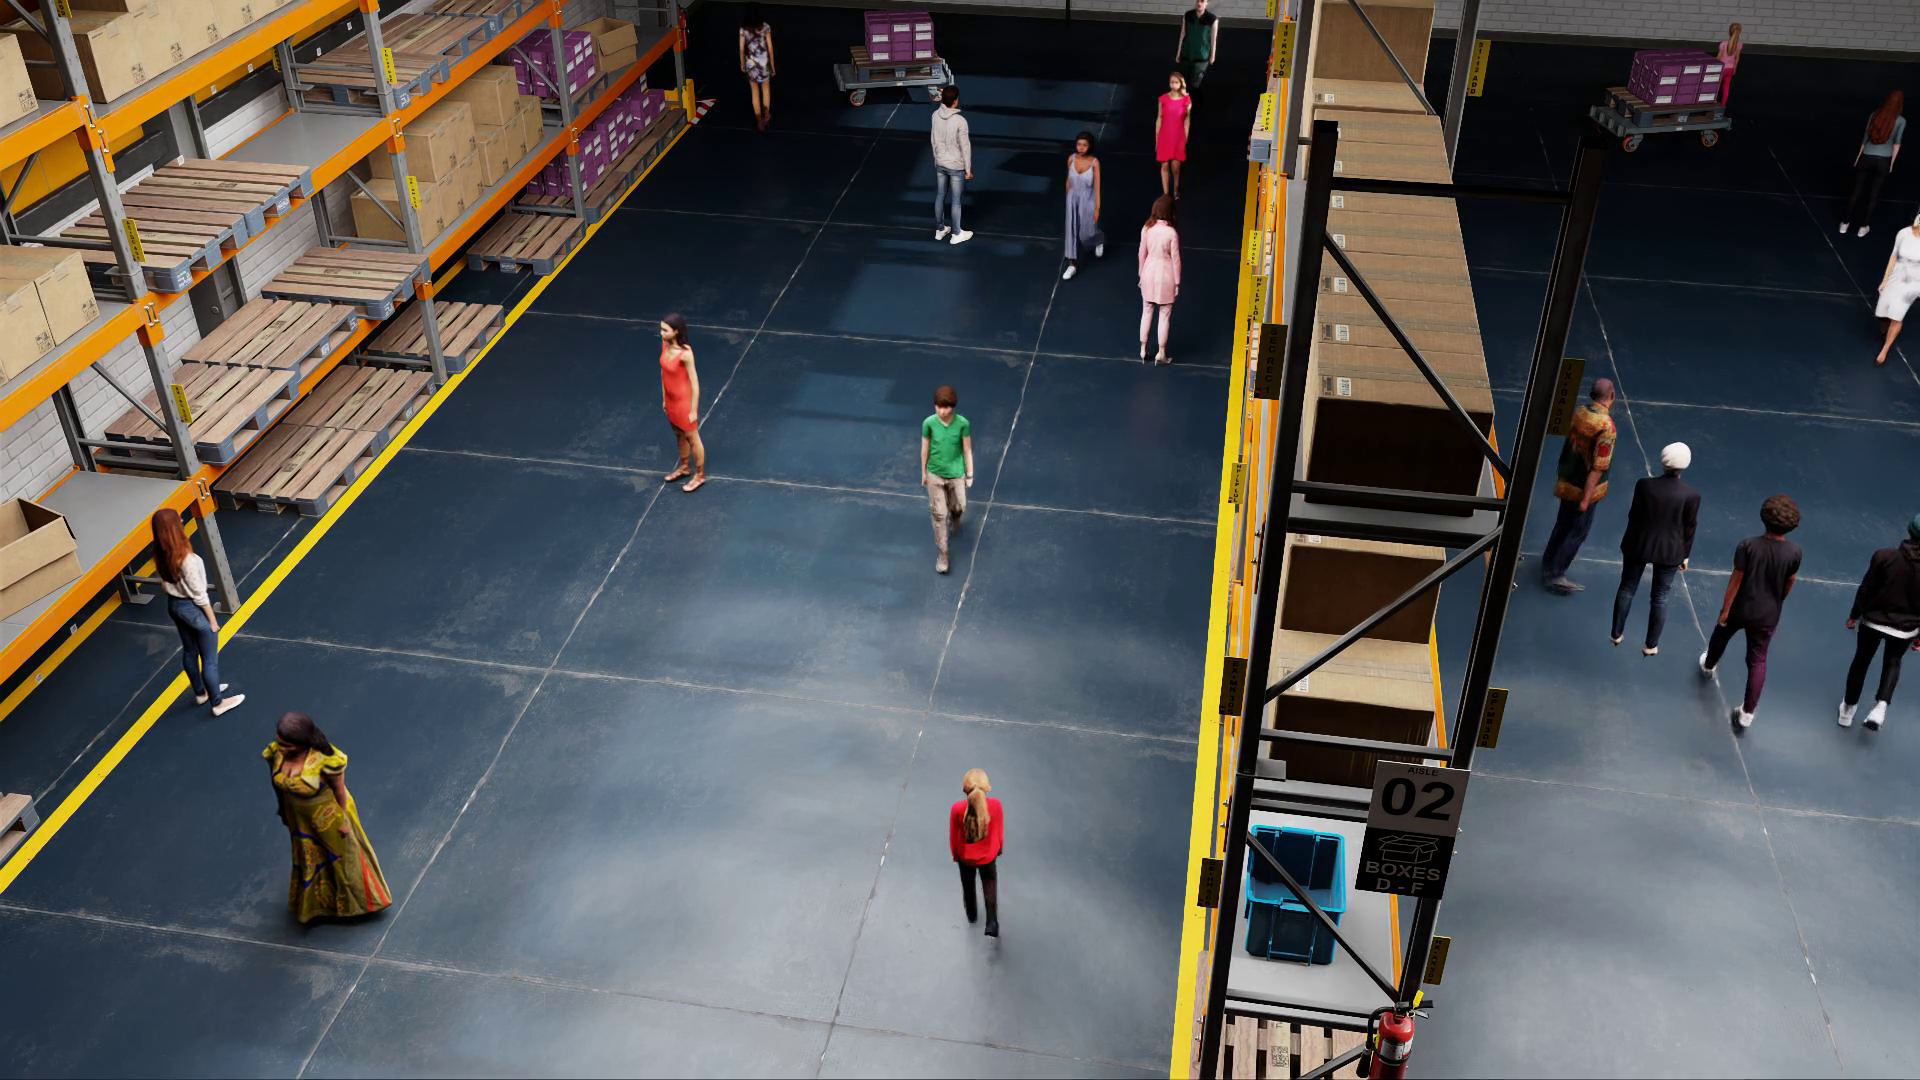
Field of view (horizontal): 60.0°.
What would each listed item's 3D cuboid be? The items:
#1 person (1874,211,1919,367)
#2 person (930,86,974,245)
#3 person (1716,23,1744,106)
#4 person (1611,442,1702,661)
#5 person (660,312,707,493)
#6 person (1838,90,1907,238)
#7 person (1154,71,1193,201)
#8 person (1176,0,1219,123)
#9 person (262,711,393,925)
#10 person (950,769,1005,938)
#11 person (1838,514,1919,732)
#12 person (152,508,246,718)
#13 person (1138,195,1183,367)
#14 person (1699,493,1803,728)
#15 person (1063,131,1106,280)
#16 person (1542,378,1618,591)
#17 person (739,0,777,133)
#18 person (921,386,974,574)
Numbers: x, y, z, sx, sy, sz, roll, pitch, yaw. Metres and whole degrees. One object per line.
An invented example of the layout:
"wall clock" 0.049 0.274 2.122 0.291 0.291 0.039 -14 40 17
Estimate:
"person" 9.598 -2.633 16.902 0.785 1.735 0.925 23 40 30
"person" -0.124 -4.400 19.454 0.752 1.853 0.719 20 39 28
"person" 10.721 -6.599 23.287 0.504 1.271 0.518 0 34 0
"person" 5.044 0.081 11.979 0.799 1.781 0.714 18 38 25
"person" -2.482 -1.240 14.820 0.663 1.719 0.687 28 43 35
"person" 10.792 -4.451 19.633 0.640 1.739 0.653 22 39 29
"person" 2.608 -4.930 20.372 0.599 1.719 0.679 9 35 13
"person" 3.263 -6.656 22.896 0.946 1.799 1.269 18 38 25
"person" -4.029 1.711 10.435 0.828 1.659 0.736 5 34 8
"person" 0.109 1.979 10.383 0.618 1.271 0.803 -4 34 -6
"person" 6.672 0.635 11.919 0.787 1.807 0.860 13 36 19
"person" -5.640 0.518 12.166 0.631 1.729 0.621 18 38 25
"person" 1.999 -2.606 16.800 0.684 1.802 0.657 20 38 27
"person" 5.795 0.539 12.123 0.684 1.743 1.124 8 34 11
"person" 1.407 -3.803 18.713 0.763 1.678 1.043 16 37 23
"person" 5.027 -0.439 13.570 0.978 1.769 0.751 3 34 4
"person" -2.752 -6.394 22.578 0.751 1.714 0.916 -2 34 -3
"person" -0.111 -0.580 13.905 0.653 1.632 0.991 2 34 3
